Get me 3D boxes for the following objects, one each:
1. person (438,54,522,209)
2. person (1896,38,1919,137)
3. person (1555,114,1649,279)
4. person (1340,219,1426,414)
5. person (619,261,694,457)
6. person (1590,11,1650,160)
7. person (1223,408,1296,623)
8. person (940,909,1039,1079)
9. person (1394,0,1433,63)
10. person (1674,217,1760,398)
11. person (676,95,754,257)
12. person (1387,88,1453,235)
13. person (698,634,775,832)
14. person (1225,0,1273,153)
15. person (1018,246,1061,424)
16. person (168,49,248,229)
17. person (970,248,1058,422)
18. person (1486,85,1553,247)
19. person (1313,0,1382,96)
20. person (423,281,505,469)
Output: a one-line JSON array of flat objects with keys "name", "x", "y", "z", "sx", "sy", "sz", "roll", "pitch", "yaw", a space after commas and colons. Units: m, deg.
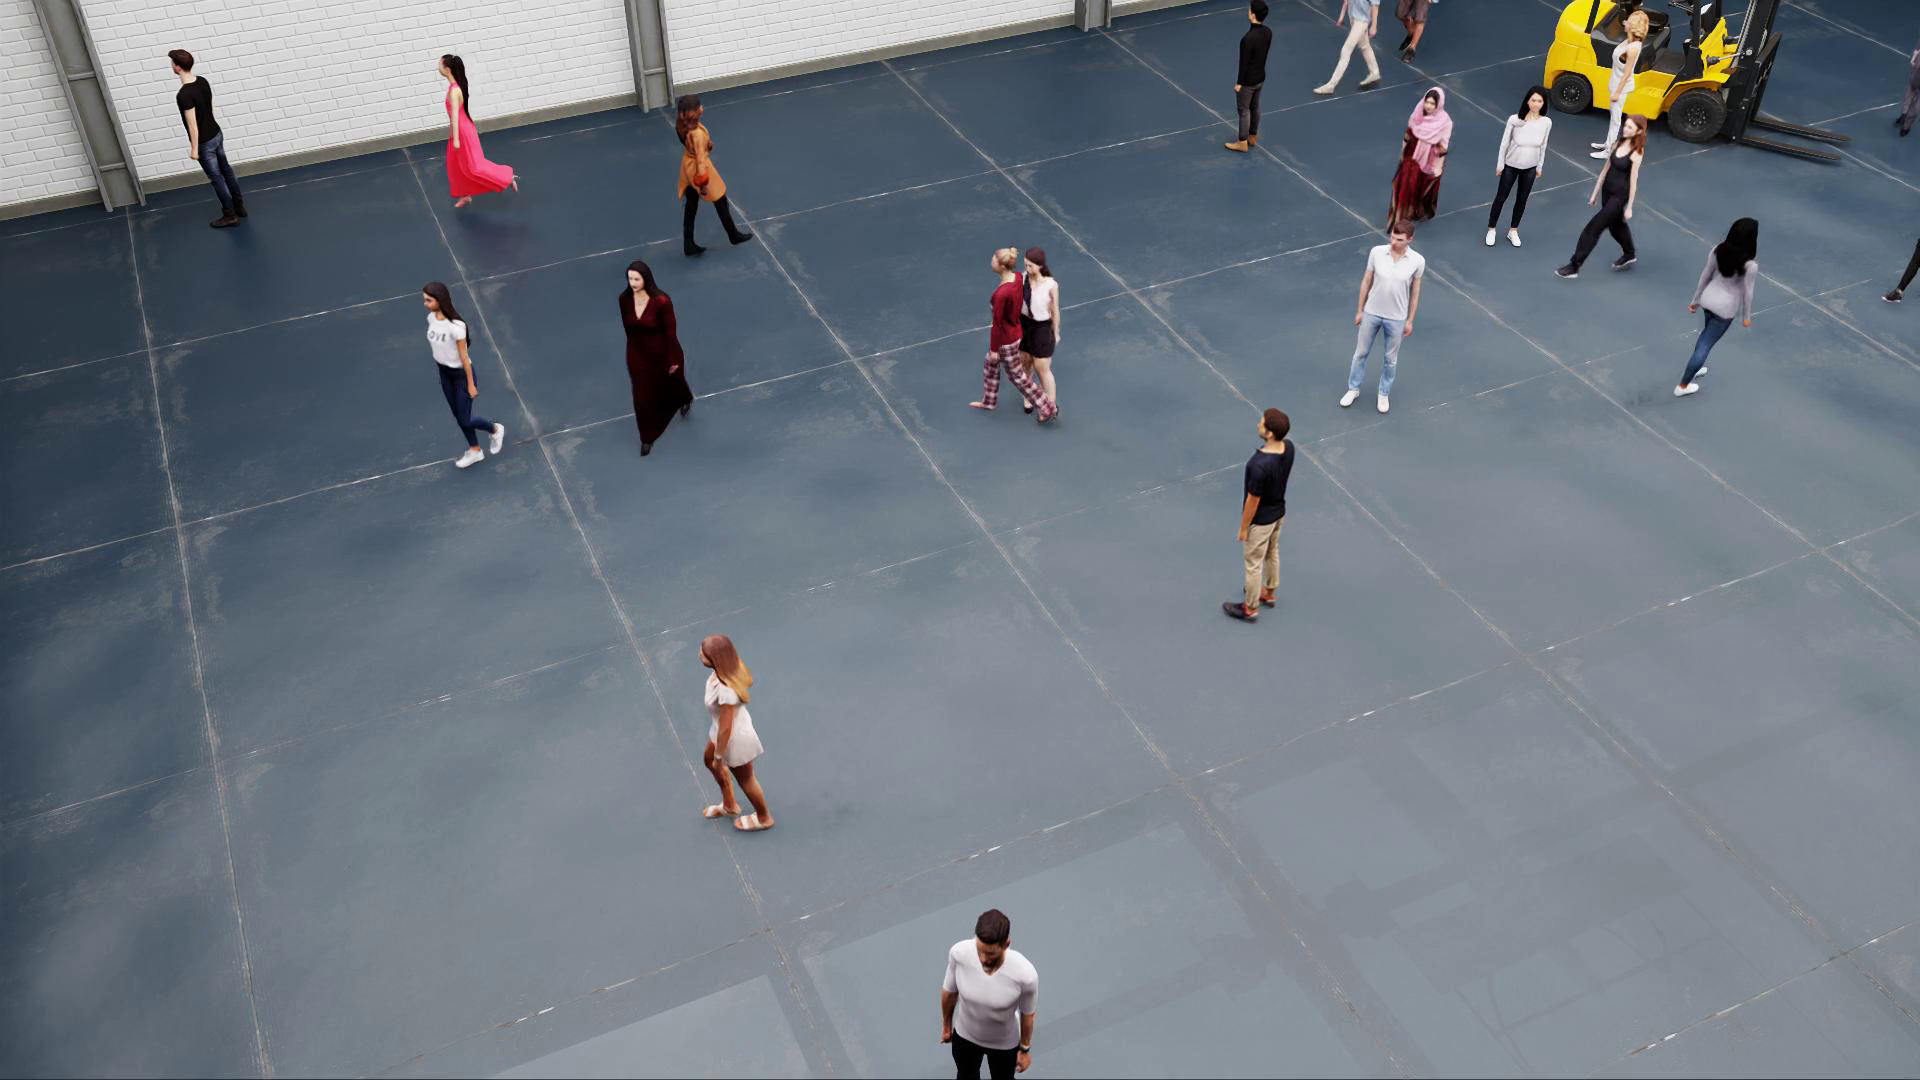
[{"name": "person", "x": -5.142, "y": -4.262, "z": 17.523, "sx": 1.047, "sy": 1.697, "sz": 0.757, "roll": -5, "pitch": 39, "yaw": -7}, {"name": "person", "x": 11.070, "y": -5.432, "z": 18.940, "sx": 0.752, "sy": 1.757, "sz": 0.814, "roll": 20, "pitch": 43, "yaw": 23}, {"name": "person", "x": 6.554, "y": -3.385, "z": 16.423, "sx": 1.208, "sy": 1.699, "sz": 0.735, "roll": -10, "pitch": 40, "yaw": -13}, {"name": "person", "x": 3.724, "y": -1.986, "z": 14.547, "sx": 0.722, "sy": 1.854, "sz": 0.779, "roll": 14, "pitch": 41, "yaw": 16}, {"name": "person", "x": -2.566, "y": -1.627, "z": 14.203, "sx": 1.112, "sy": 1.723, "sz": 1.101, "roll": 7, "pitch": 39, "yaw": 9}, {"name": "person", "x": 7.395, "y": -5.081, "z": 18.571, "sx": 0.741, "sy": 1.670, "sz": 0.681, "roll": 13, "pitch": 40, "yaw": 15}, {"name": "person", "x": 2.258, "y": -0.185, "z": 12.288, "sx": 0.768, "sy": 1.859, "sz": 0.628, "roll": 27, "pitch": 46, "yaw": 30}, {"name": "person", "x": 0.149, "y": 2.592, "z": 8.815, "sx": 0.743, "sy": 1.853, "sz": 0.800, "roll": 13, "pitch": 41, "yaw": 16}, {"name": "person", "x": 5.785, "y": -6.941, "z": 20.752, "sx": 0.808, "sy": 1.854, "sz": 0.856, "roll": 30, "pitch": 48, "yaw": 32}, {"name": "person", "x": 6.628, "y": -2.024, "z": 14.705, "sx": 0.725, "sy": 1.717, "sz": 0.606, "roll": -16, "pitch": 41, "yaw": -19}, {"name": "person", "x": -2.717, "y": -3.633, "z": 16.737, "sx": 0.976, "sy": 1.696, "sz": 0.756, "roll": -20, "pitch": 43, "yaw": -23}, {"name": "person", "x": 4.804, "y": -3.928, "z": 17.186, "sx": 1.025, "sy": 1.595, "sz": 1.163, "roll": 19, "pitch": 42, "yaw": 22}, {"name": "person", "x": -1.363, "y": 1.246, "z": 10.641, "sx": 0.800, "sy": 1.680, "sz": 0.724, "roll": -4, "pitch": 39, "yaw": -5}, {"name": "person", "x": 3.277, "y": -5.227, "z": 18.712, "sx": 0.778, "sy": 1.723, "sz": 0.621, "roll": 29, "pitch": 47, "yaw": 32}, {"name": "person", "x": 0.653, "y": -1.847, "z": 14.548, "sx": 0.734, "sy": 1.636, "sz": 0.768, "roll": 12, "pitch": 40, "yaw": 15}, {"name": "person", "x": -7.805, "y": -4.167, "z": 17.245, "sx": 0.760, "sy": 1.896, "sz": 0.760, "roll": 5, "pitch": 39, "yaw": 6}, {"name": "person", "x": 0.494, "y": -1.731, "z": 14.386, "sx": 1.119, "sy": 1.658, "sz": 1.060, "roll": 13, "pitch": 40, "yaw": 15}, {"name": "person", "x": 5.713, "y": -3.820, "z": 16.967, "sx": 0.653, "sy": 1.700, "sz": 0.765, "roll": 2, "pitch": 39, "yaw": 3}, {"name": "person", "x": 4.869, "y": -6.236, "z": 19.913, "sx": 1.225, "sy": 1.799, "sz": 0.740, "roll": -13, "pitch": 40, "yaw": -16}, {"name": "person", "x": -4.119, "y": -1.392, "z": 13.876, "sx": 0.758, "sy": 1.764, "sz": 0.828, "roll": 26, "pitch": 45, "yaw": 29}]
